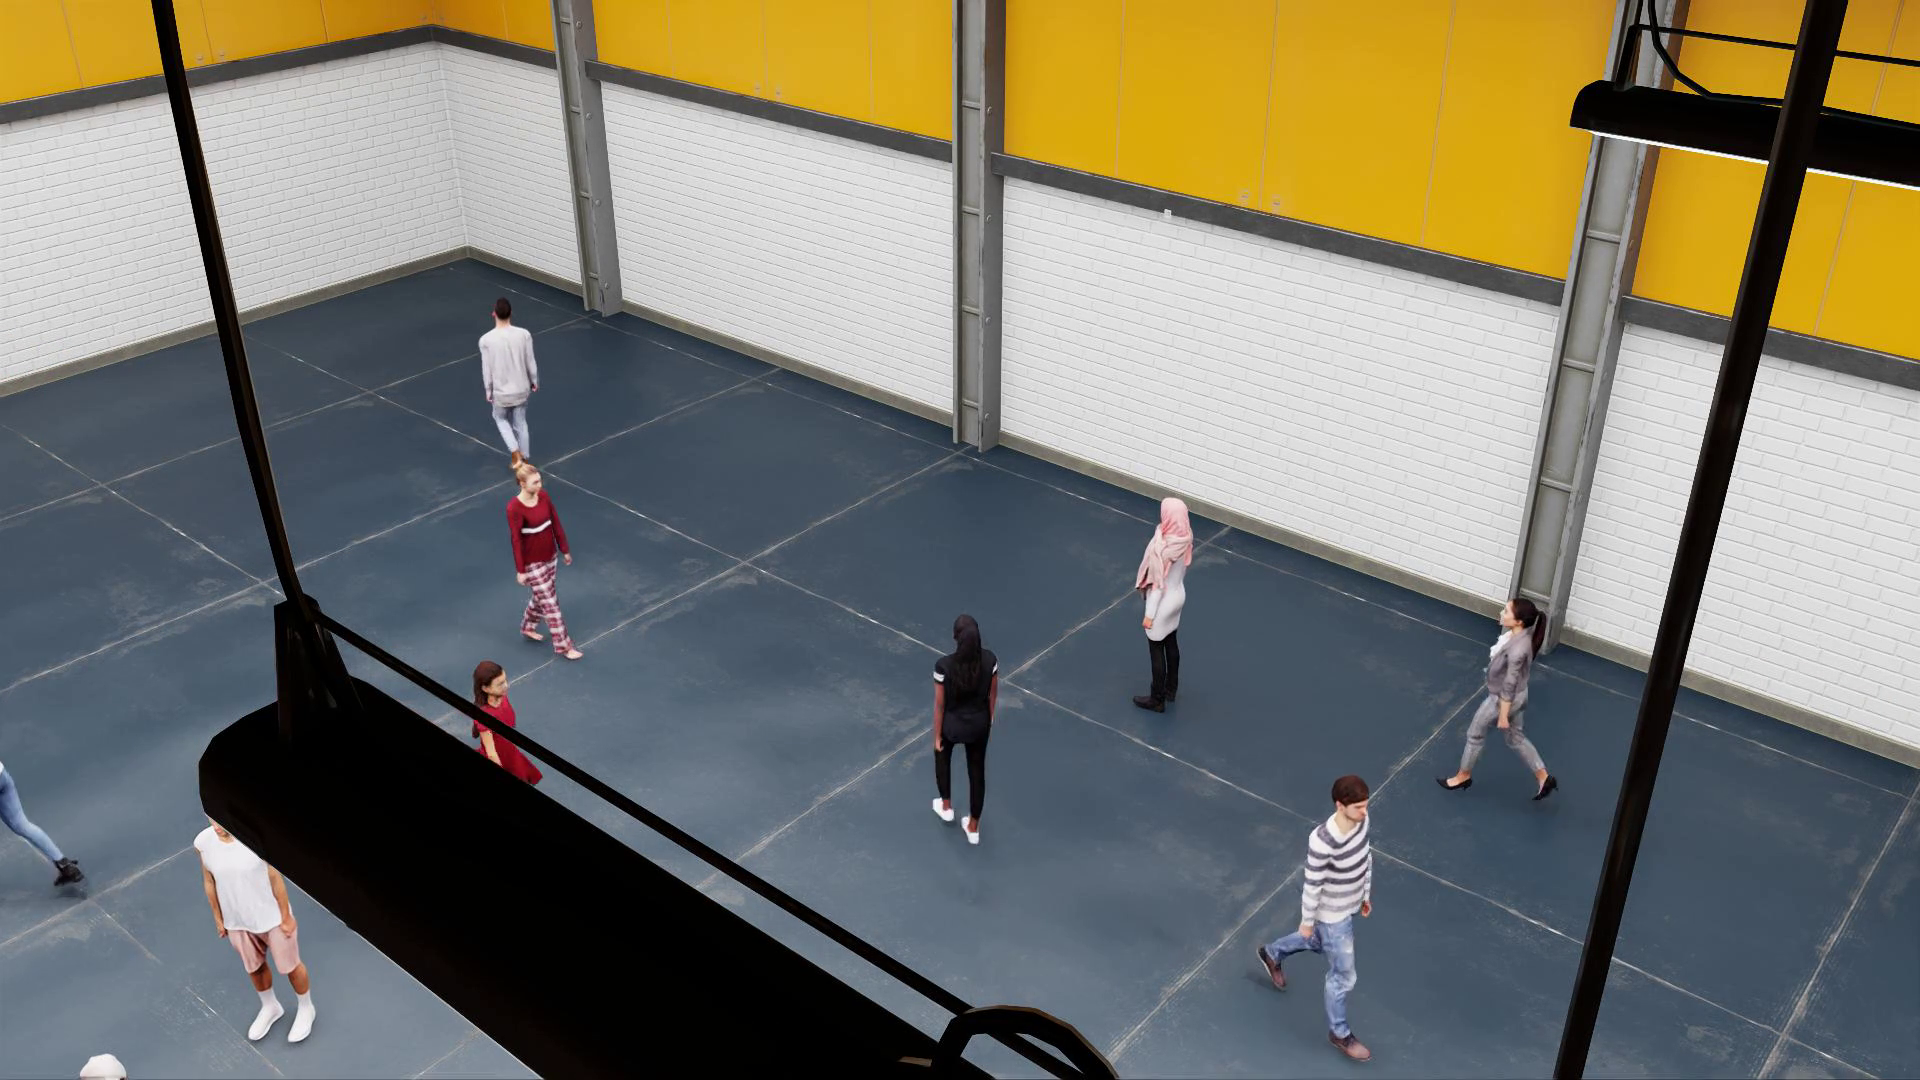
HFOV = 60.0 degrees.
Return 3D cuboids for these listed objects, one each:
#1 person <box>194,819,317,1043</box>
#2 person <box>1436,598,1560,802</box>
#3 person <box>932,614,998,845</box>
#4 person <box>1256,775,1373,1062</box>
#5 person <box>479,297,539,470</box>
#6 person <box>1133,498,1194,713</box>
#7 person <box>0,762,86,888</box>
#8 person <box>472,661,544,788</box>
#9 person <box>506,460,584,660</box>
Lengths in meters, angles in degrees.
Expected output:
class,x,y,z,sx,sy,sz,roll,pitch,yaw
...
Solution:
class,x,y,z,sx,sy,sz,roll,pitch,yaw
person,-4.059,2.143,9.630,0.702,1.784,0.778,0,29,0
person,3.891,1.148,11.597,1.090,1.648,0.724,16,32,27
person,0.055,1.310,11.228,0.815,1.717,0.882,-6,29,-10
person,2.101,2.090,9.691,1.147,1.819,0.678,24,37,37
person,-4.356,-1.454,16.181,0.795,1.825,0.779,-14,32,-25
person,1.564,0.484,12.651,0.575,1.804,0.616,22,35,34
person,-6.197,1.615,10.706,1.215,1.681,1.001,4,29,8
person,-3.162,1.504,11.108,1.161,1.491,0.845,7,29,12
person,-3.447,0.136,13.425,0.966,1.673,0.773,14,31,23
